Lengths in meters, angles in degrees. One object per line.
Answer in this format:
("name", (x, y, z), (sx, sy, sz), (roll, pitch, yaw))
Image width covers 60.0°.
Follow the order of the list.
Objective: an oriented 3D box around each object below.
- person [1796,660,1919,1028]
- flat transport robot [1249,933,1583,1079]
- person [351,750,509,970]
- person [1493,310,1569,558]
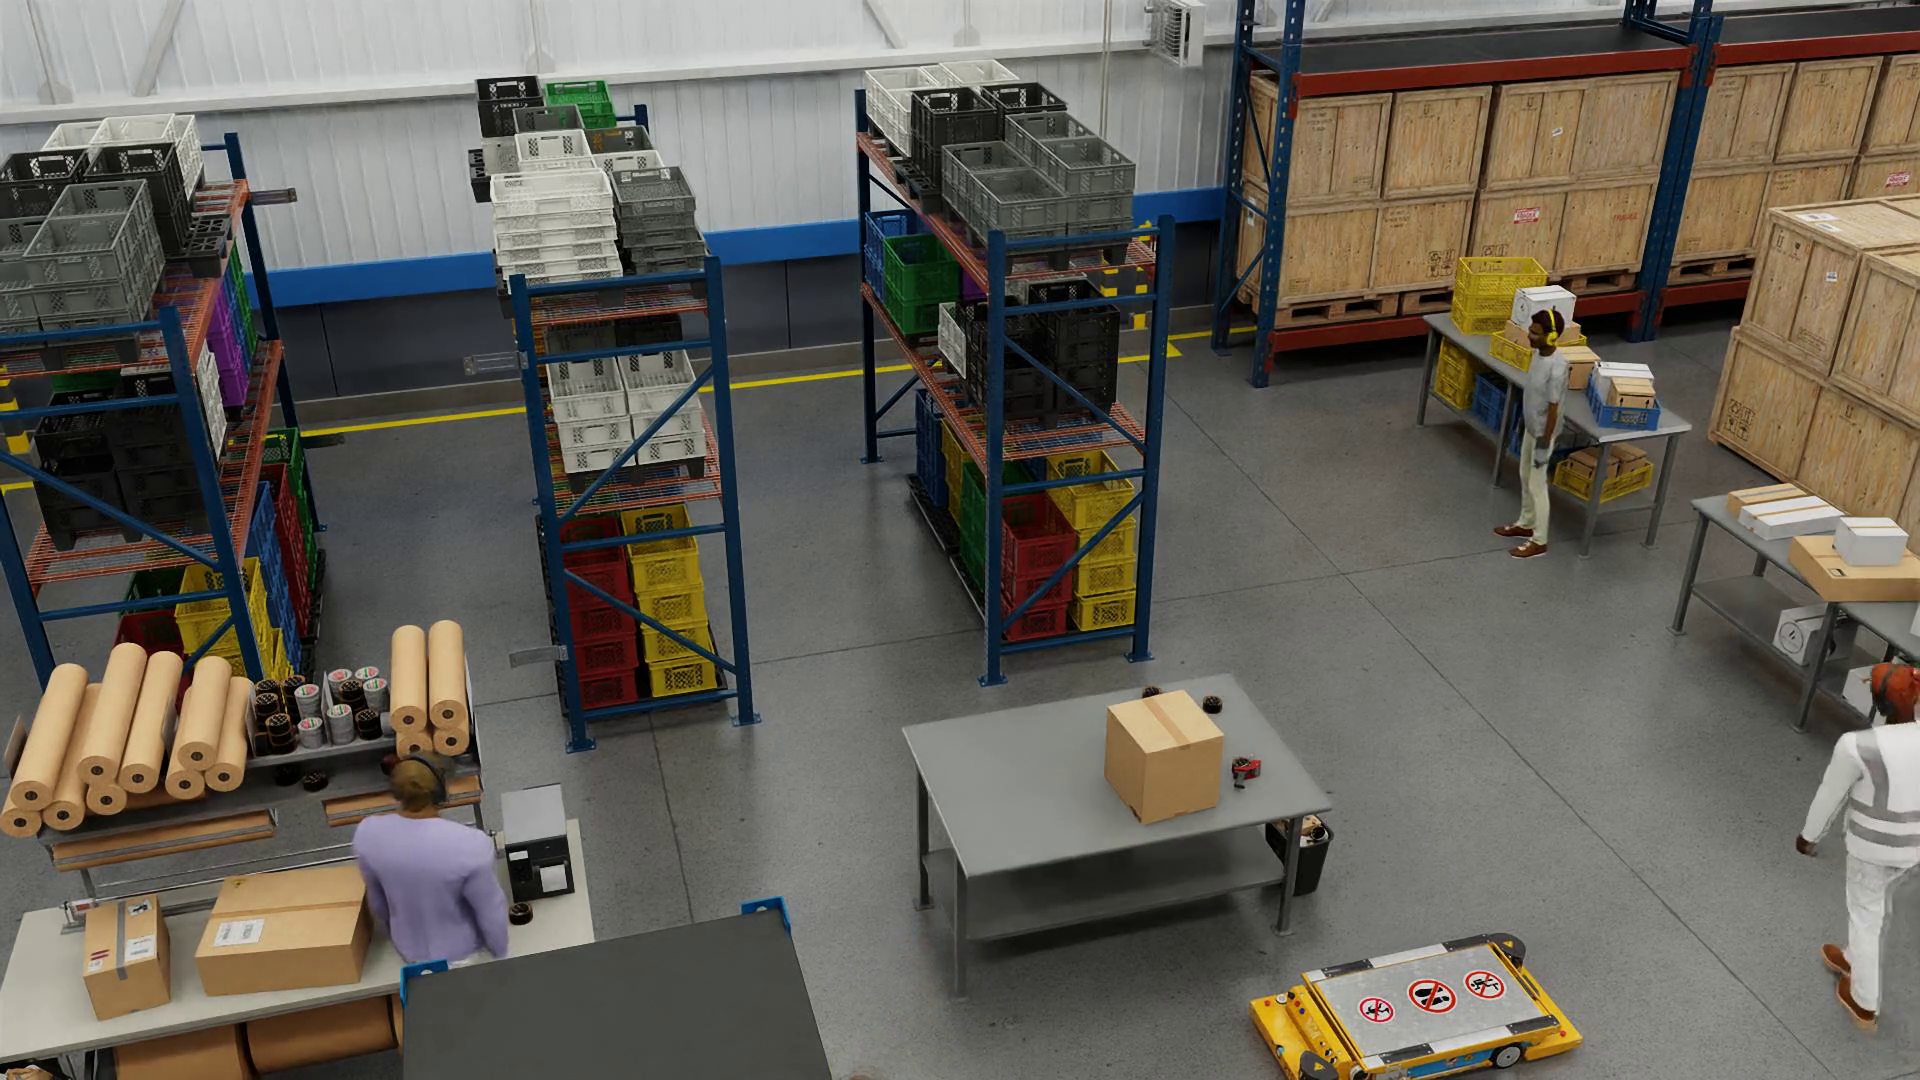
("person", (4.356, 1.444, 7.885), (0.601, 1.837, 0.632), (-1, 29, -3))
("flat transport robot", (2.184, 2.282, 7.980), (1.431, 0.197, 0.652), (-8, 30, -14))
("person", (-2.254, 1.748, 7.246), (0.630, 1.931, 0.369), (6, 29, 10))
("person", (4.124, -0.769, 11.907), (0.362, 1.856, 0.537), (-1, 29, -1))
